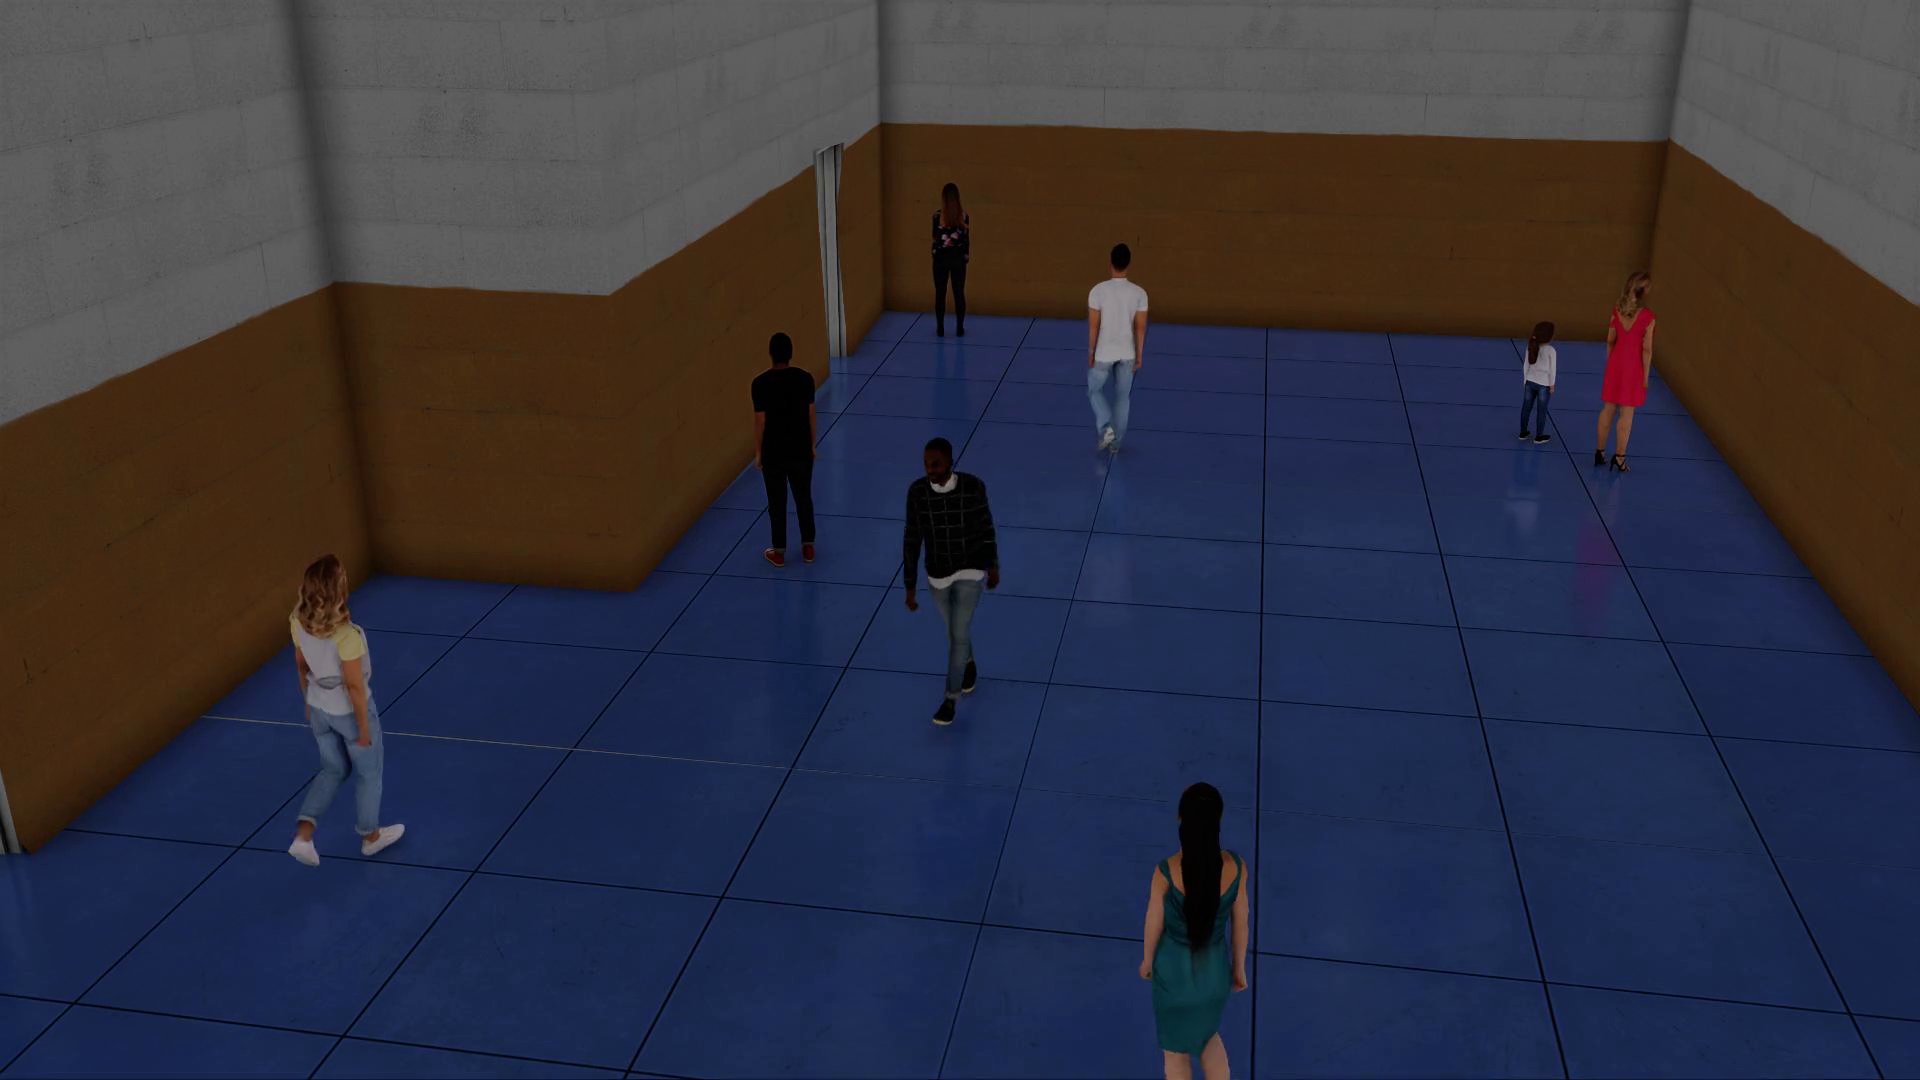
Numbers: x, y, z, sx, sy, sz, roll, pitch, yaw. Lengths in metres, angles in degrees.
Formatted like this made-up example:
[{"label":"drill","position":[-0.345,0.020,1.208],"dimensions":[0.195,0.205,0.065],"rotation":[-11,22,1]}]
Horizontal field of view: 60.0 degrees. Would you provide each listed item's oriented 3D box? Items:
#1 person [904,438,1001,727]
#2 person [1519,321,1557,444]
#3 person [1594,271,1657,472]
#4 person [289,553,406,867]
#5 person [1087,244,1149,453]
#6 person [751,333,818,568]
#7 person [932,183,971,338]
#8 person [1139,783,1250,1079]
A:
[{"label":"person","position":[0.007,0.182,10.101],"dimensions":[1.081,1.753,0.803],"rotation":[2,22,6]},{"label":"person","position":[5.219,-1.439,14.998],"dimensions":[0.524,1.110,0.592],"rotation":[20,30,41]},{"label":"person","position":[5.670,-1.445,14.184],"dimensions":[0.717,1.728,0.665],"rotation":[-13,25,-29]},{"label":"person","position":[-3.173,0.908,8.336],"dimensions":[0.931,1.706,0.839],"rotation":[11,24,24]},{"label":"person","position":[1.347,-1.612,14.440],"dimensions":[0.831,1.847,0.850],"rotation":[-2,22,-4]},{"label":"person","position":[-1.274,-0.664,12.199],"dimensions":[0.680,1.758,0.786],"rotation":[-8,23,-19]},{"label":"person","position":[-0.112,-3.087,18.328],"dimensions":[0.527,1.684,0.674],"rotation":[-2,22,-4]},{"label":"person","position":[0.914,1.727,6.358],"dimensions":[0.742,1.677,0.757],"rotation":[-5,22,-12]}]
